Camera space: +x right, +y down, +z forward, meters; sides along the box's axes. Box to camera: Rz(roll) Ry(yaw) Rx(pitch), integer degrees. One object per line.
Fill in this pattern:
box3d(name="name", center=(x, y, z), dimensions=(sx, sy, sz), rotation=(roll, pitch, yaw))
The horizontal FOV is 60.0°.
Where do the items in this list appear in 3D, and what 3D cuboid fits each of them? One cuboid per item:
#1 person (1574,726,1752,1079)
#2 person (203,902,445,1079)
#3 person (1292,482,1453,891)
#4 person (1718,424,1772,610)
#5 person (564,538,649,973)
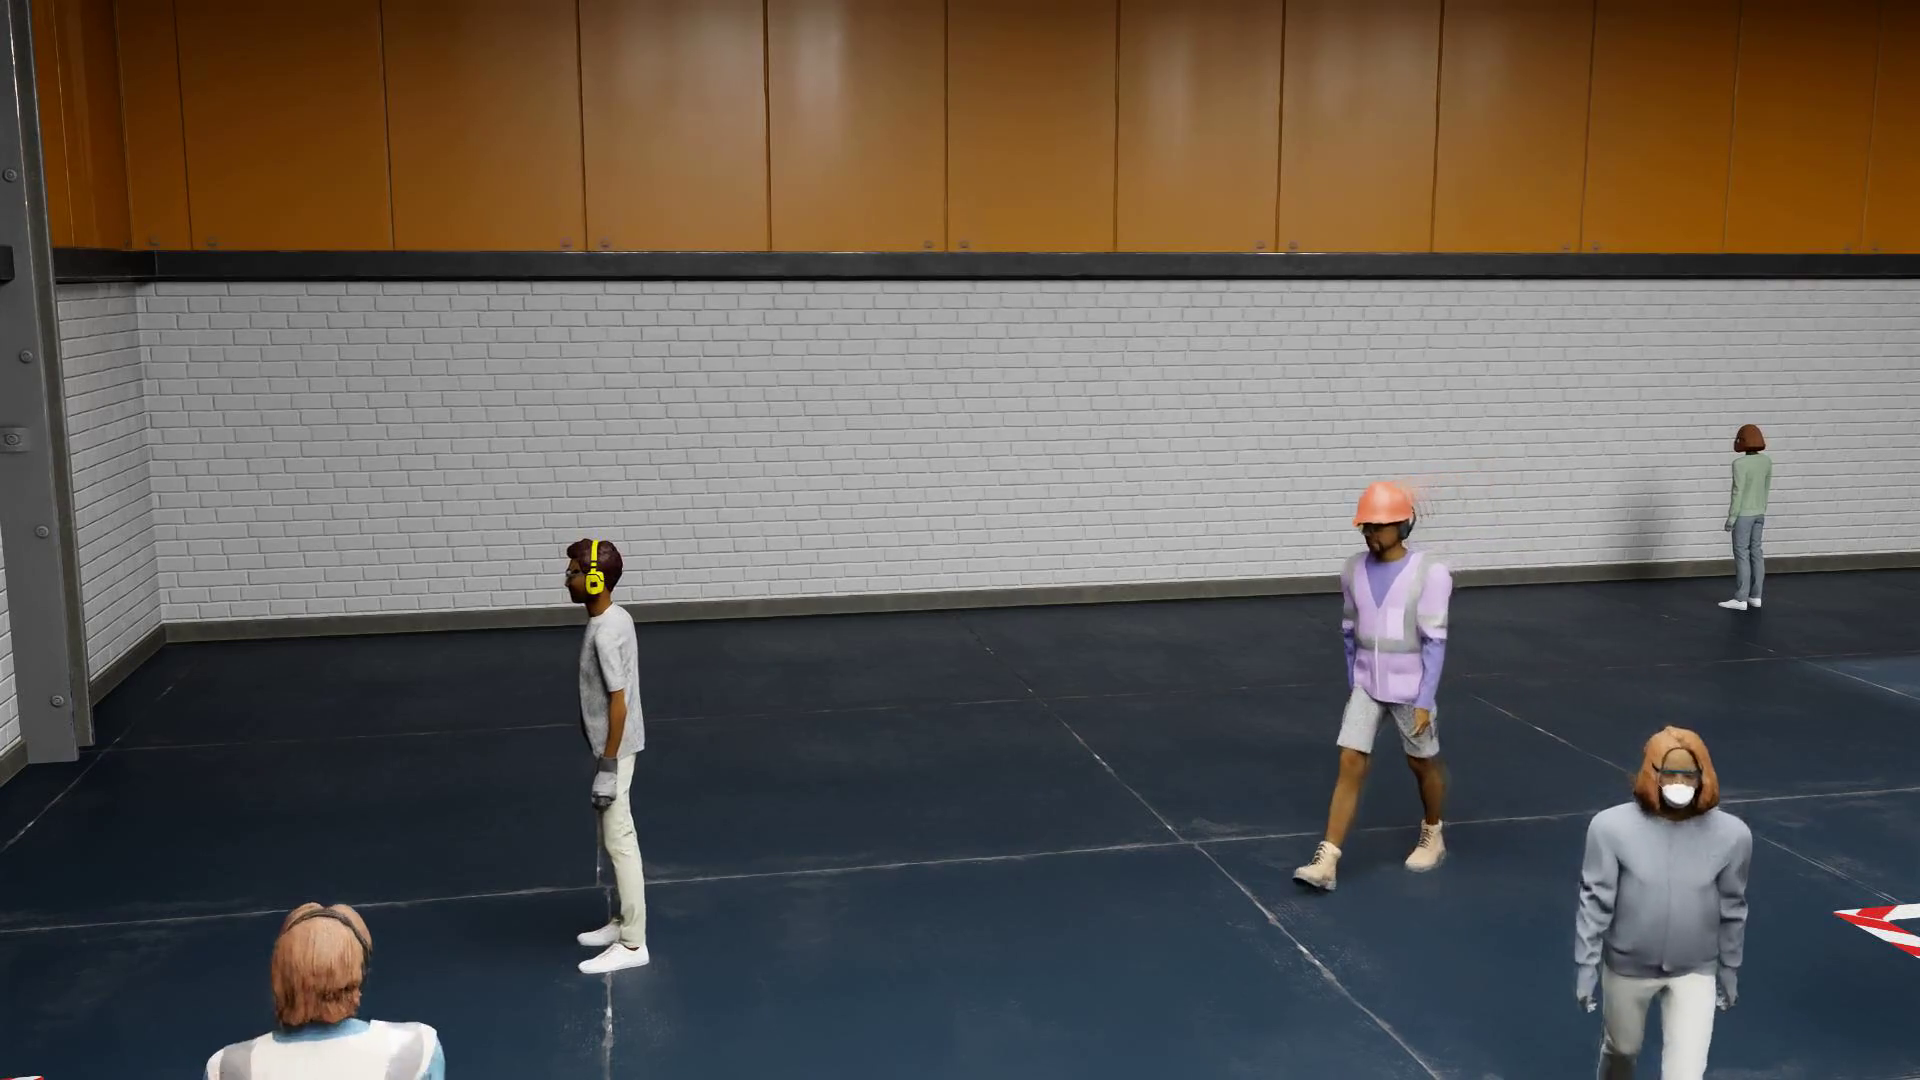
box3d(name="person", center=(2.222, 1.347, 5.315), dimensions=(0.509, 1.597, 0.841), rotation=(2, 10, 14))
box3d(name="person", center=(-1.366, 1.605, 3.641), dimensions=(0.521, 1.630, 0.415), rotation=(-2, 10, -14))
box3d(name="person", center=(2.070, 0.707, 8.055), dimensions=(0.630, 1.986, 1.069), rotation=(9, 13, 44))
box3d(name="person", center=(6.923, -0.203, 14.652), dimensions=(0.507, 1.631, 0.278), rotation=(-6, 11, -31))
box3d(name="person", center=(-1.513, 0.916, 7.112), dimensions=(0.330, 1.872, 0.512), rotation=(-2, 9, -10))
